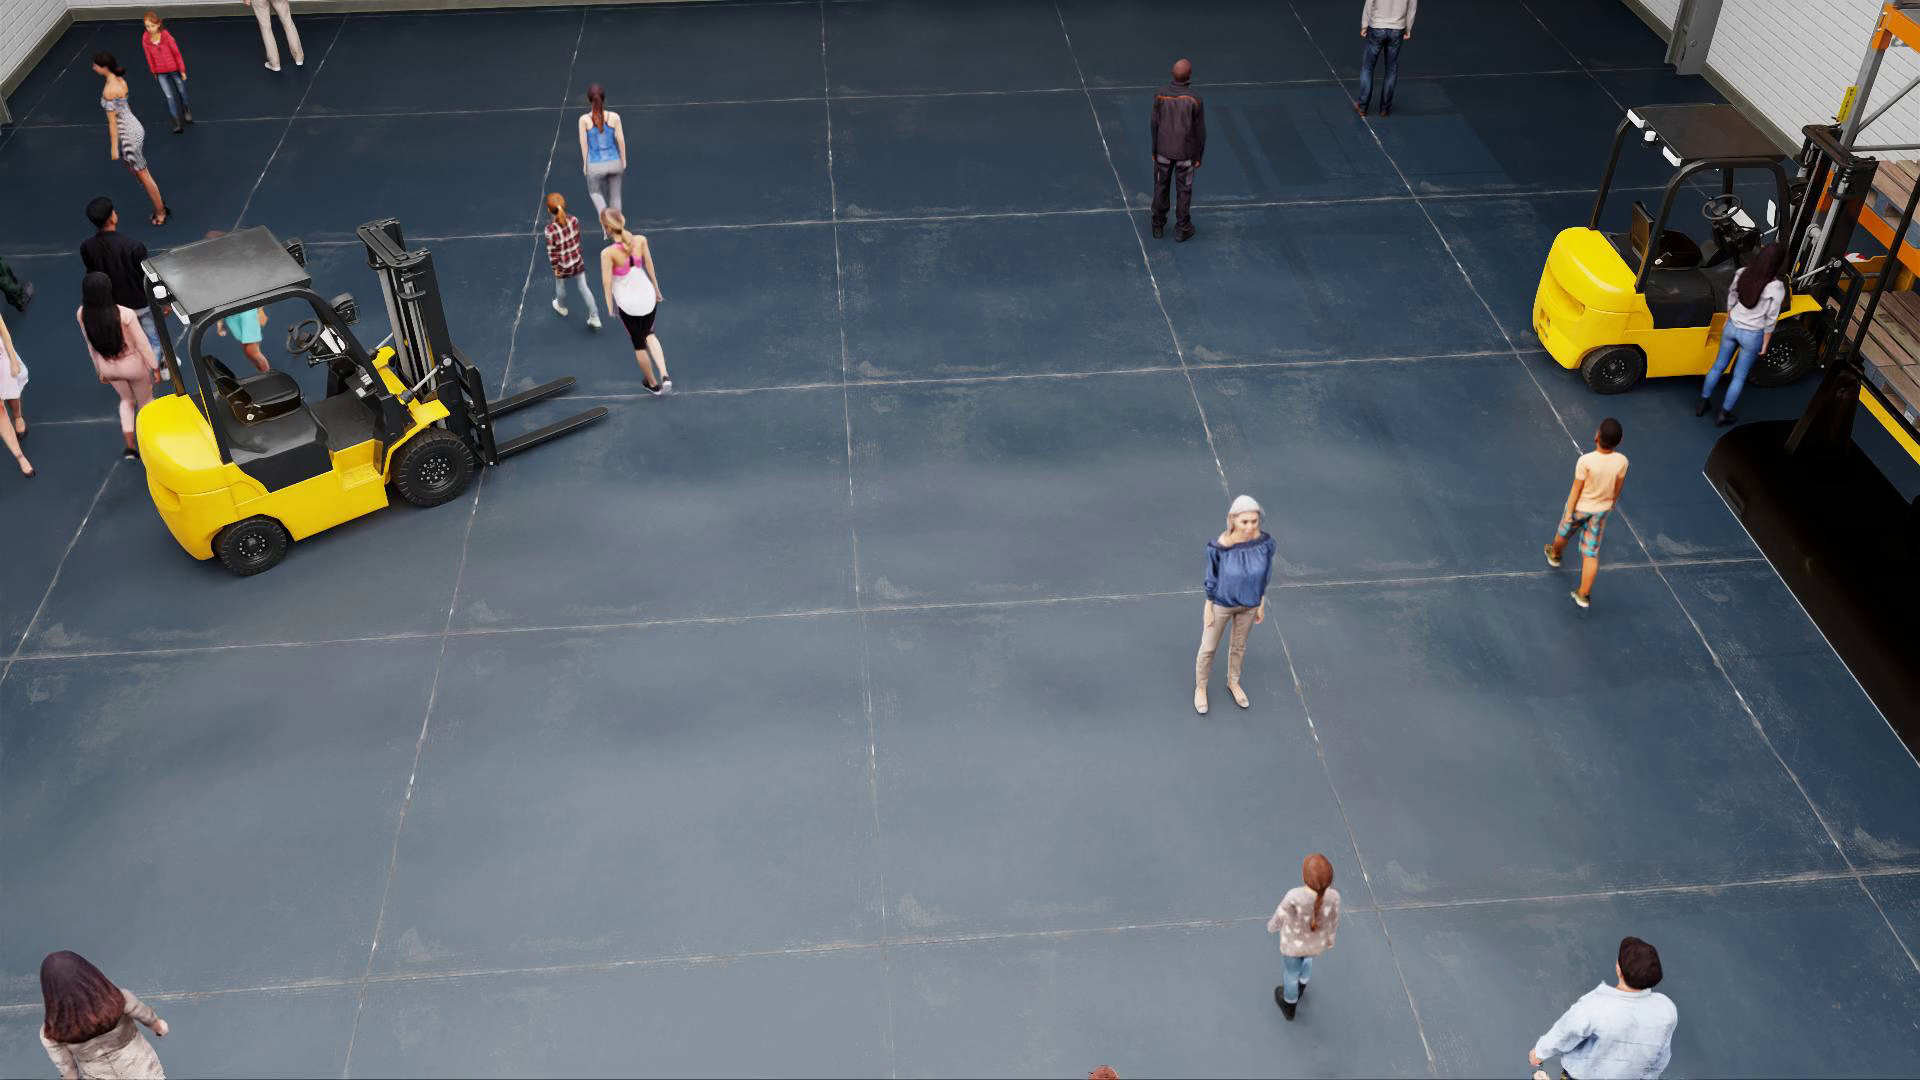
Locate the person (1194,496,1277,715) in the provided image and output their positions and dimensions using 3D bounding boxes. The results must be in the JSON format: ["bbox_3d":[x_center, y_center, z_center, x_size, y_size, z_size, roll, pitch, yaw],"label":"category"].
[{"bbox_3d":[1.780,0.413,10.883,0.634,1.694,0.594,-8,39,-9],"label":"person"}]

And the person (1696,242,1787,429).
[{"bbox_3d":[6.386,-1.681,13.561,0.745,1.626,0.633,-23,44,-26],"label":"person"}]

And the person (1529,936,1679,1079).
[{"bbox_3d":[3.102,2.662,8.000,0.714,1.778,1.061,-5,39,-7],"label":"person"}]

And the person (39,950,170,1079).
[{"bbox_3d":[-4.017,2.681,8.045,0.838,1.693,1.183,-15,41,-18],"label":"person"}]

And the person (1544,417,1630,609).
[{"bbox_3d":[4.505,-0.176,11.839,0.640,1.423,1.029,2,39,2],"label":"person"}]

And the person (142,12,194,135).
[{"bbox_3d":[-8.626,-5.135,18.157,0.643,1.286,0.928,-11,40,-14],"label":"person"}]

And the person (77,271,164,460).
[{"bbox_3d":[-6.553,-1.274,12.985,0.673,1.708,0.746,1,39,1],"label":"person"}]

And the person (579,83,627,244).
[{"bbox_3d":[-3.401,-3.558,15.934,0.661,1.598,0.730,-13,40,-15],"label":"person"}]

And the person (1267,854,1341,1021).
[{"bbox_3d":[1.885,2.200,9.056,0.490,1.183,0.537,-6,39,-7],"label":"person"}]

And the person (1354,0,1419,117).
[{"bbox_3d":[4.674,-5.592,18.236,0.746,1.903,0.661,1,39,2],"label":"person"}]

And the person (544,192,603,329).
[{"bbox_3d":[-3.452,-2.465,14.822,0.851,1.278,0.984,-28,47,-31],"label":"person"}]

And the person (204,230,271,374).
[{"bbox_3d":[-6.005,-1.935,13.944,0.595,1.545,0.634,4,39,6],"label":"person"}]

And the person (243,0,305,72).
[{"bbox_3d":[-8.040,-6.379,19.253,0.768,1.862,0.757,-23,44,-26],"label":"person"}]

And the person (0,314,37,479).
[{"bbox_3d":[-7.632,-1.418,13.123,0.955,1.761,1.199,-18,42,-22],"label":"person"}]

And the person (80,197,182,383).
[{"bbox_3d":[-6.876,-1.937,13.756,0.798,1.782,1.165,2,39,3],"label":"person"}]

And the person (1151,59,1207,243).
[{"bbox_3d":[2.077,-3.747,15.988,0.786,1.825,0.768,13,40,15],"label":"person"}]

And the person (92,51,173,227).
[{"bbox_3d":[-7.978,-3.899,16.186,0.718,1.816,0.528,-8,39,-9],"label":"person"}]

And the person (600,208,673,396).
[{"bbox_3d":[-2.631,-1.898,13.721,0.843,1.766,0.914,-24,45,-27],"label":"person"}]
